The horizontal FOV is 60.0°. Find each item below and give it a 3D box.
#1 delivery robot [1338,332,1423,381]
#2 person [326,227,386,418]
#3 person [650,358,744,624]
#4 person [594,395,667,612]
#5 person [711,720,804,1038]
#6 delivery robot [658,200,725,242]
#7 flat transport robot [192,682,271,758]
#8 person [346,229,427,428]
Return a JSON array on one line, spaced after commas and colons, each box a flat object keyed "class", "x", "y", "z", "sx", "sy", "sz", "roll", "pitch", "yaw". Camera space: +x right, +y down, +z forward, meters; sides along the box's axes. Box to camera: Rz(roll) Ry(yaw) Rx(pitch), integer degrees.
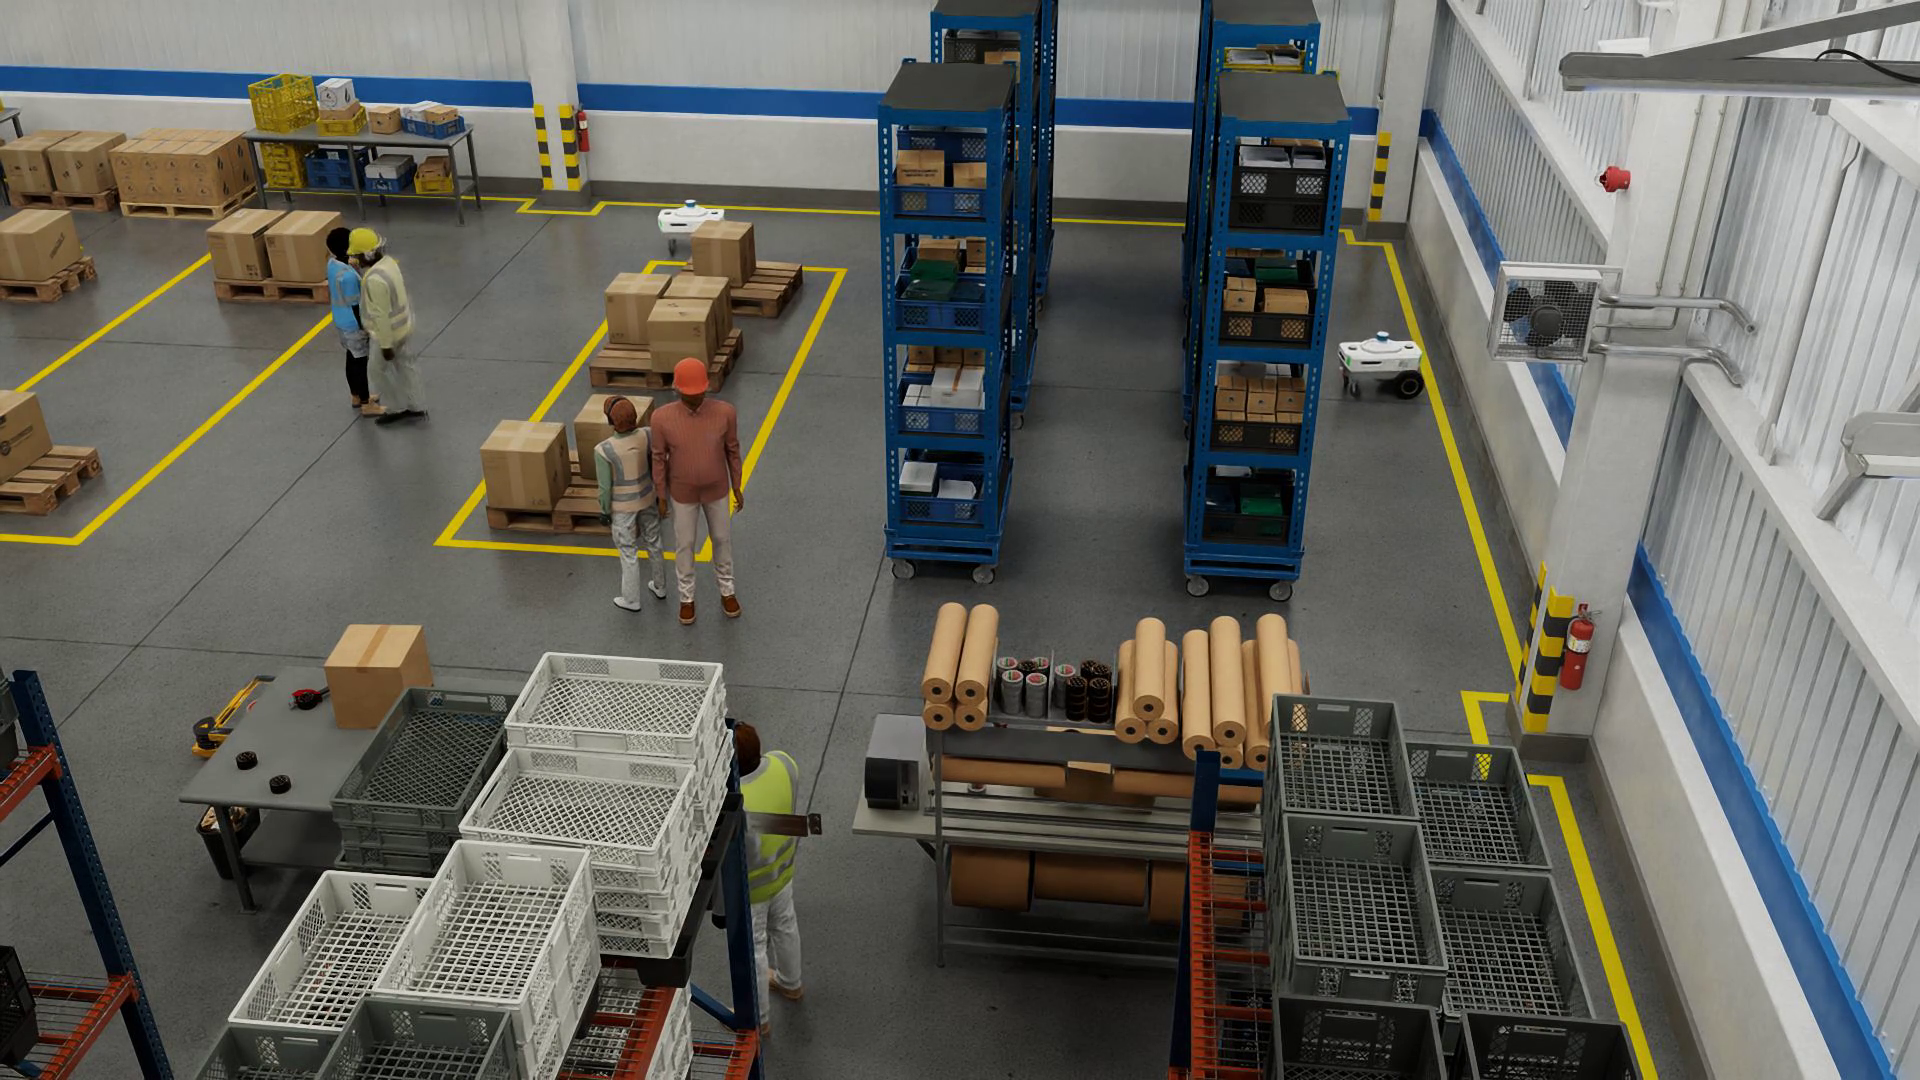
[{"class": "delivery robot", "x": 3.812, "y": -1.655, "z": 15.118, "sx": 0.707, "sy": 0.478, "sz": 0.477, "roll": -1, "pitch": 30, "yaw": -2}, {"class": "person", "x": -5.286, "y": -1.904, "z": 14.508, "sx": 0.317, "sy": 1.695, "sz": 0.540, "roll": -19, "pitch": 35, "yaw": -30}, {"class": "person", "x": -1.807, "y": -0.345, "z": 11.540, "sx": 0.622, "sy": 1.992, "sz": 0.388, "roll": -8, "pitch": 31, "yaw": -14}, {"class": "person", "x": -2.315, "y": -0.258, "z": 11.737, "sx": 0.521, "sy": 1.640, "sz": 0.307, "roll": -26, "pitch": 39, "yaw": -37}, {"class": "person", "x": -1.036, "y": 1.662, "z": 8.255, "sx": 0.431, "sy": 1.837, "sz": 0.628, "roll": 16, "pitch": 34, "yaw": 26}, {"class": "delivery robot", "x": -2.947, "y": -3.495, "z": 18.278, "sx": 0.707, "sy": 0.478, "sz": 0.477, "roll": 0, "pitch": 30, "yaw": 0}, {"class": "flat transport robot", "x": -4.089, "y": 1.163, "z": 10.648, "sx": 1.431, "sy": 0.197, "sz": 0.652, "roll": 3, "pitch": 30, "yaw": 6}, {"class": "person", "x": -4.961, "y": -1.807, "z": 14.235, "sx": 0.531, "sy": 1.805, "sz": 0.642, "roll": -2, "pitch": 30, "yaw": -3}]
